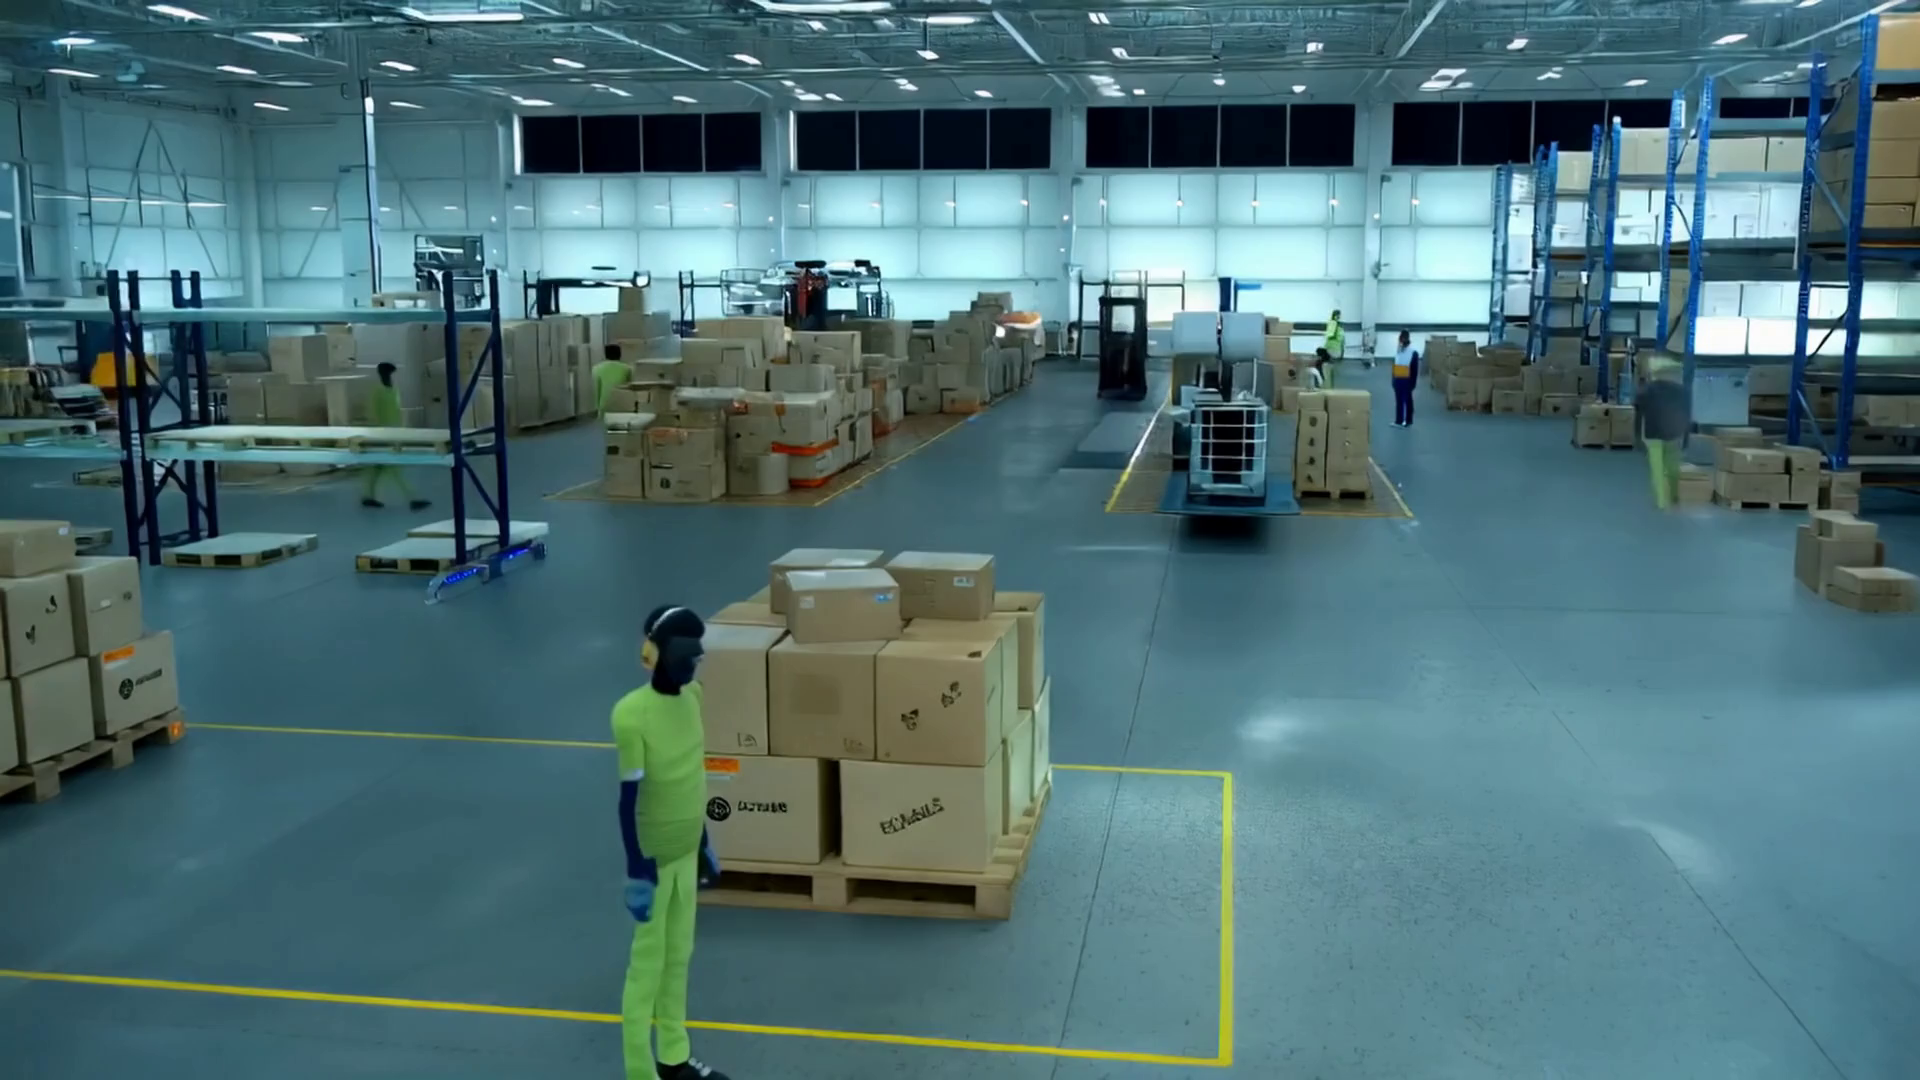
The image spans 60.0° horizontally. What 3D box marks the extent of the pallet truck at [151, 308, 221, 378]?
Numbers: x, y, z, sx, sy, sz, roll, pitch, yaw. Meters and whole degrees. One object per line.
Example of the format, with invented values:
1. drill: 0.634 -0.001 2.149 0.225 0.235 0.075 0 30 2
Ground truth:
1. pallet truck: -21.869 -5.598 47.154 0.823 1.965 1.885 4 10 26

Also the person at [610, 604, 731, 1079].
1. person: -1.038 1.144 5.990 0.332 1.865 0.520 4 10 24

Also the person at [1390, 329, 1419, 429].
1. person: 8.570 -3.099 32.023 0.397 1.911 0.587 -5 11 -30

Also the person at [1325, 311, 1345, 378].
1. person: 10.459 -5.475 46.684 0.554 1.912 0.813 8 12 41

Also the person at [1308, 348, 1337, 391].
1. person: 6.422 -2.583 29.615 0.542 1.658 0.792 -3 10 -20

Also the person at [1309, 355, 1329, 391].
1. person: 6.062 -2.361 28.377 0.523 1.618 0.561 -9 13 -42

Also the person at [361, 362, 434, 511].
1. person: -7.210 -1.309 21.054 1.026 1.888 0.632 1 9 4

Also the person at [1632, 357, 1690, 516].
1. person: 8.739 -1.299 20.783 0.644 1.948 0.727 2 9 11

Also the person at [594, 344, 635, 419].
1. person: -5.365 -2.087 25.840 0.634 1.899 1.006 1 9 8

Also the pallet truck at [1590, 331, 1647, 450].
1. pallet truck: 11.253 -2.573 28.499 0.823 1.965 1.885 5 10 27

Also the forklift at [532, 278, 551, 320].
1. forklift: -11.293 -5.709 45.126 1.873 2.768 1.129 -3 10 -19

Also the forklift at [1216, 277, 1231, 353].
1. forklift: 7.669 -6.238 48.387 1.873 2.768 1.129 1 9 9

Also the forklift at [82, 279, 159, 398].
1. forklift: -20.071 -4.732 39.101 1.873 2.768 1.129 1 9 9

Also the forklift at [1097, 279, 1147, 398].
1. forklift: 3.918 -4.871 39.954 1.129 2.768 1.873 1 9 8
